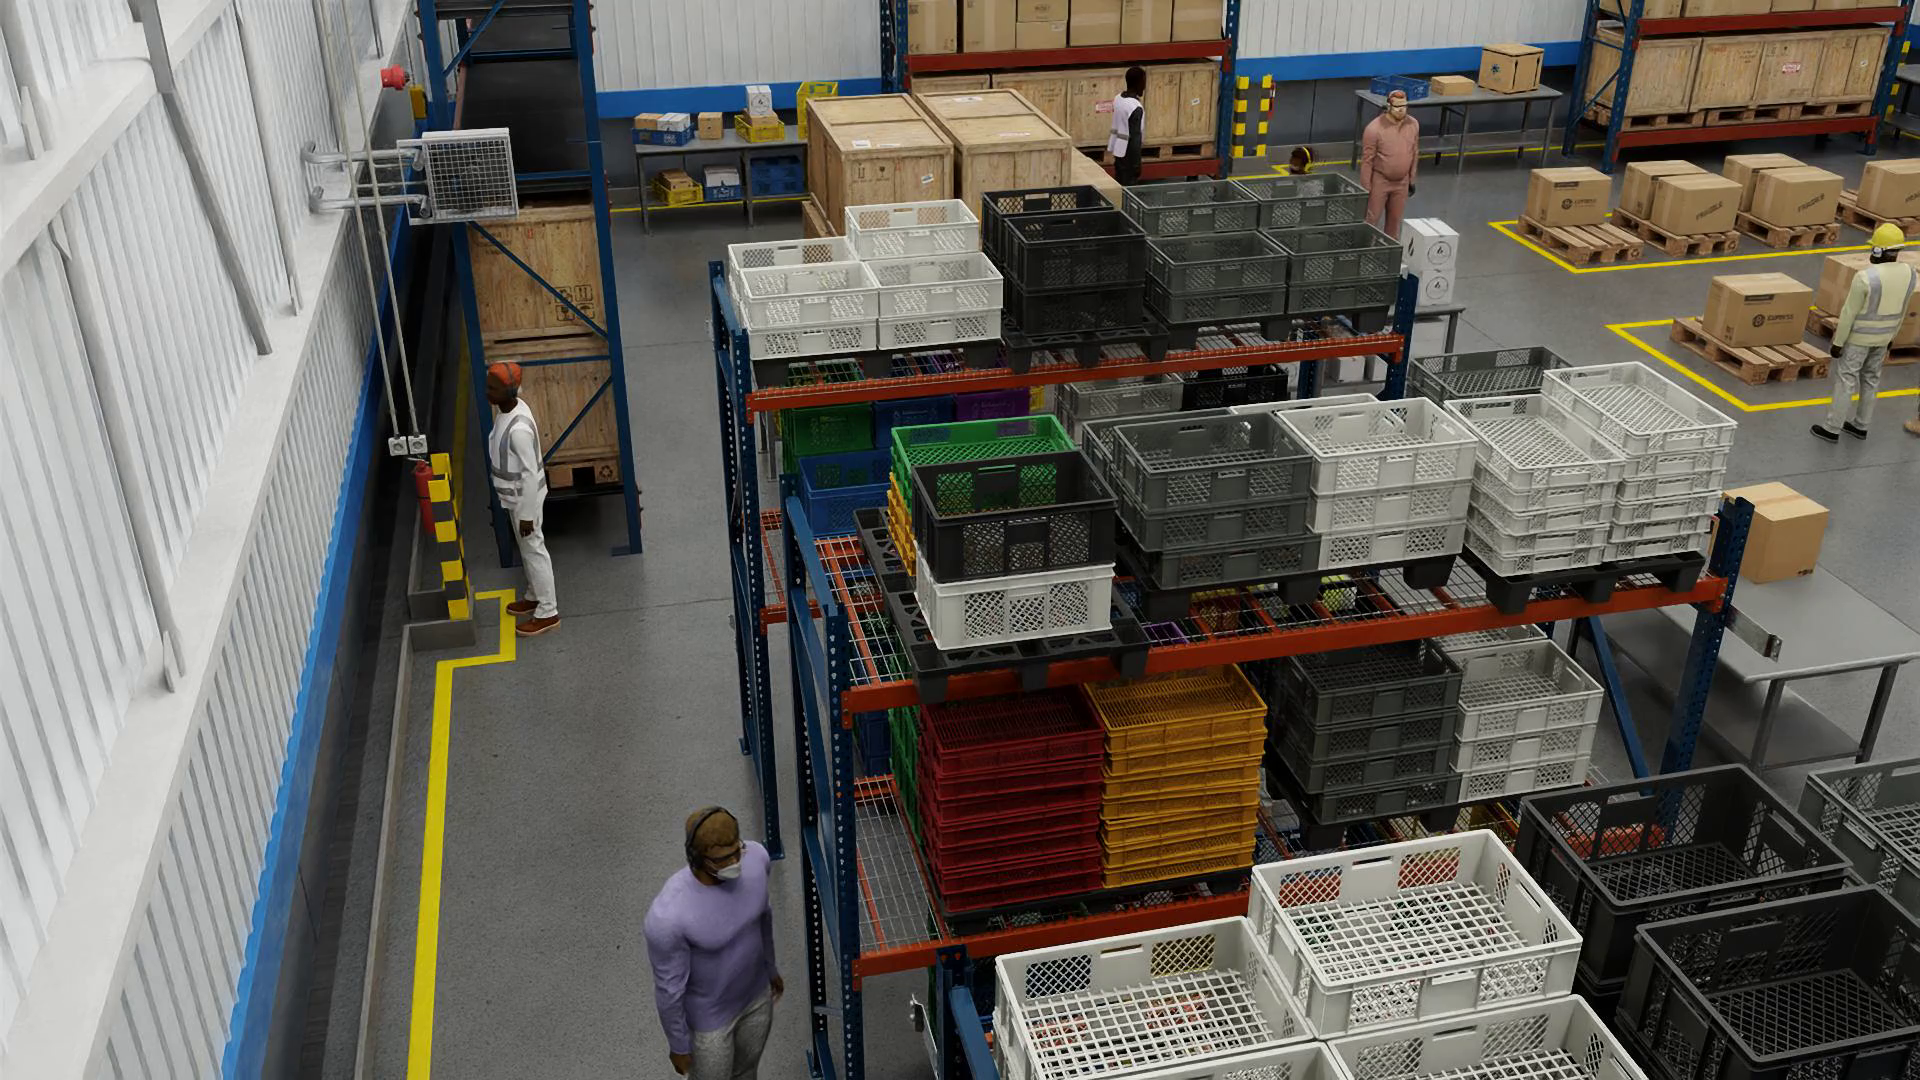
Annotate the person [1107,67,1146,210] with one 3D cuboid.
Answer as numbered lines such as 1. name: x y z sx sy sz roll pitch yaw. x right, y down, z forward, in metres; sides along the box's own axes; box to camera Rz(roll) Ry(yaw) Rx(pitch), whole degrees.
1. person: 1.834 -4.235 18.309 0.382 1.912 0.592 -8 29 -14

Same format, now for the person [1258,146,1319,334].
1. person: 3.177 -2.795 15.649 0.517 1.856 0.541 -5 28 -9

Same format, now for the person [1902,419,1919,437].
1. person: 8.209 -1.644 13.620 0.588 1.691 0.330 -9 29 -16

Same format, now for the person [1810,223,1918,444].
1. person: 7.369 -1.672 13.540 0.595 1.824 0.403 -8 29 -15

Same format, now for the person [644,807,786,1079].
1. person: -0.949 1.865 6.703 0.356 1.938 0.638 19 33 31

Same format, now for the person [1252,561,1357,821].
1. person: 1.858 0.722 8.977 0.634 1.839 0.429 9 29 16

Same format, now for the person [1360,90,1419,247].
1. person: 4.486 -3.749 17.404 0.647 1.901 0.402 -9 29 -16

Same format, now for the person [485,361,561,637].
1. person: -2.864 -0.277 10.823 0.347 1.884 0.584 -11 30 -20
